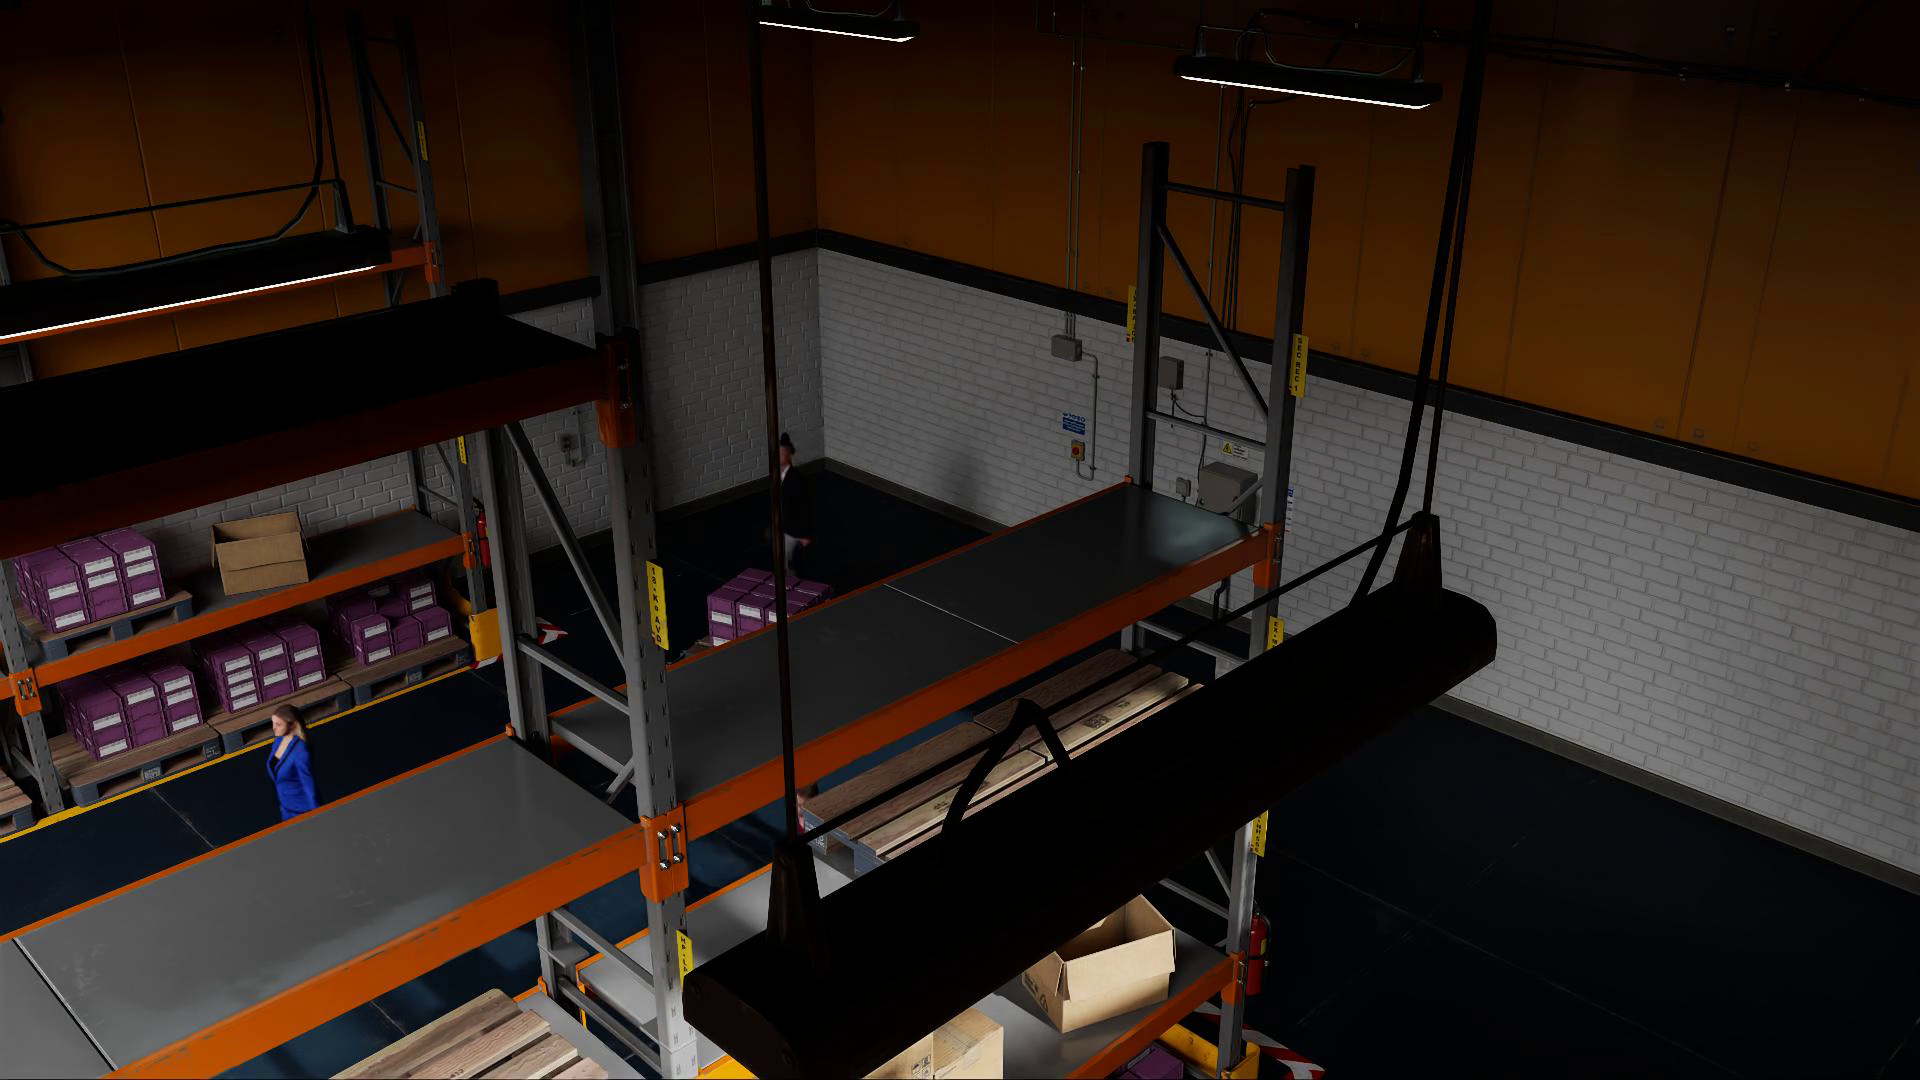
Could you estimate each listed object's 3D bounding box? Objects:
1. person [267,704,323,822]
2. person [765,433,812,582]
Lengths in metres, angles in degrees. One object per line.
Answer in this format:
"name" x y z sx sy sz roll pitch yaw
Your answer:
"person" -4.810 1.950 12.374 0.749 1.690 0.617 -22 32 -40
"person" -1.637 -0.184 16.948 0.694 1.937 0.747 -16 28 -33
